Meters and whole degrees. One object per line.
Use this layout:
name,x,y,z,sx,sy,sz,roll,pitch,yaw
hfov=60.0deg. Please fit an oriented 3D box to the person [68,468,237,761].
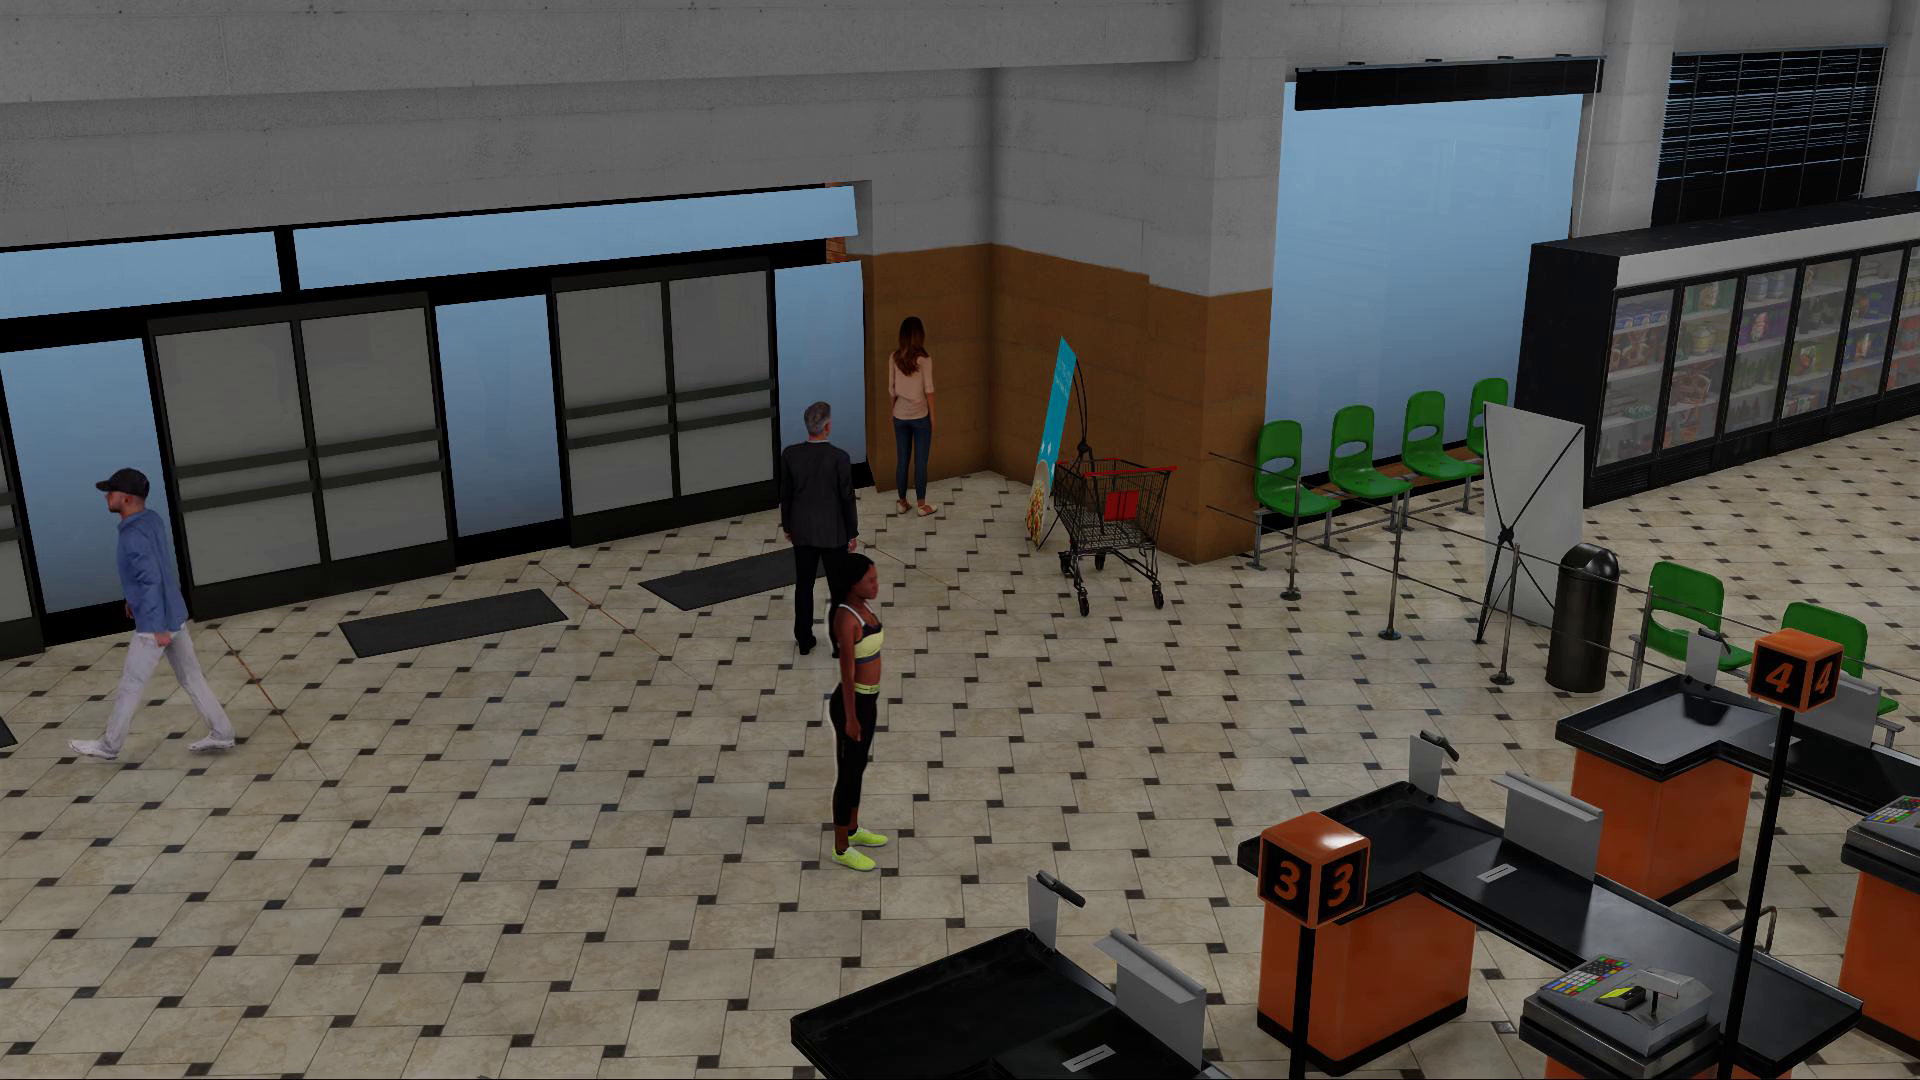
person,-4.750,0.480,10.037,1.064,1.841,1.176,-2,19,-7

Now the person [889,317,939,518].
person,-0.428,-1.100,14.799,0.618,1.792,0.731,9,21,25

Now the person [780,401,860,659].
person,-0.983,-0.077,11.691,0.771,1.839,0.866,5,19,15

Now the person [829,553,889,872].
person,-0.571,0.899,8.931,0.692,1.754,0.639,4,19,11
